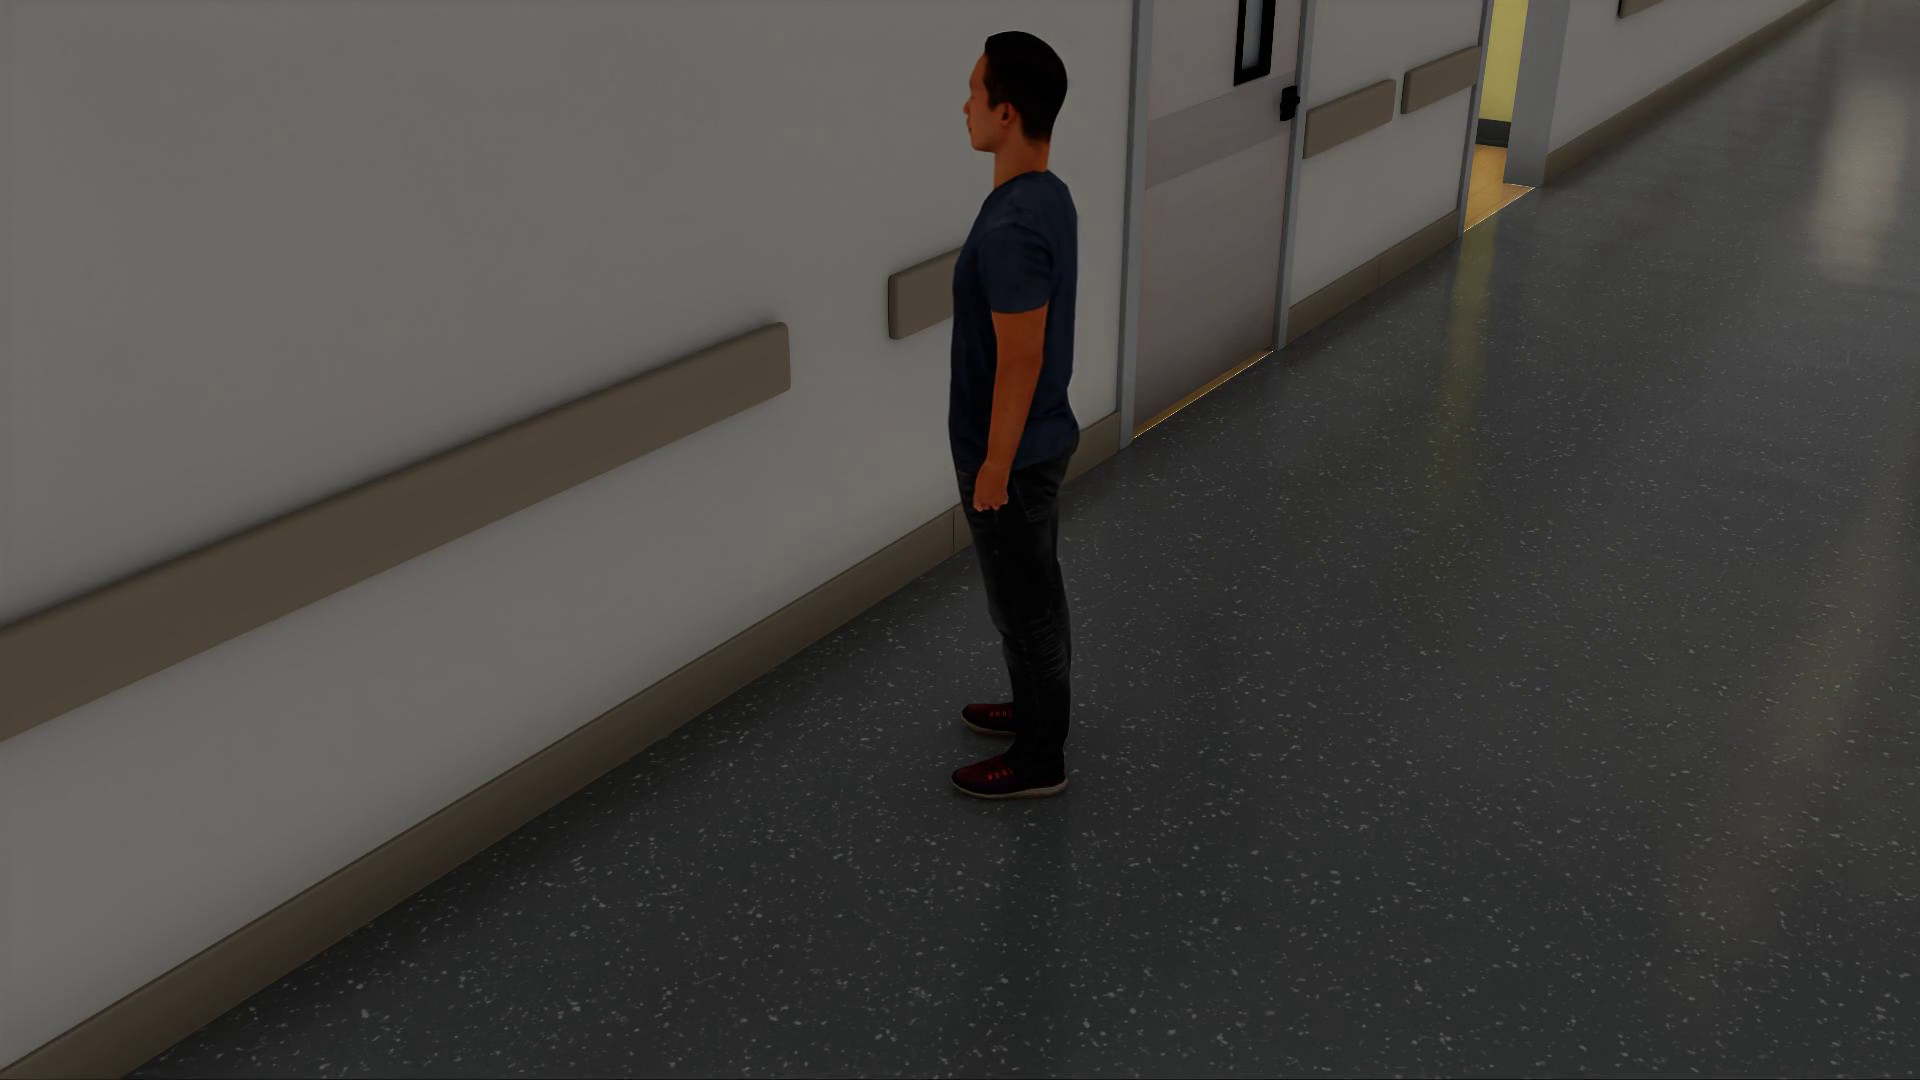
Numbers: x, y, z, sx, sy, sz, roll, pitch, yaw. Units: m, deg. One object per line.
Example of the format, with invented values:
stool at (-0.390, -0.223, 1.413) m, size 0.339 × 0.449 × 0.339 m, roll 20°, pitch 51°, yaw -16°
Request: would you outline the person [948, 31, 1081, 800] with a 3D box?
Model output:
person at (0.140, -0.239, 3.847) m, size 0.703 × 1.809 × 0.732 m, roll 4°, pitch 26°, yaw 8°
